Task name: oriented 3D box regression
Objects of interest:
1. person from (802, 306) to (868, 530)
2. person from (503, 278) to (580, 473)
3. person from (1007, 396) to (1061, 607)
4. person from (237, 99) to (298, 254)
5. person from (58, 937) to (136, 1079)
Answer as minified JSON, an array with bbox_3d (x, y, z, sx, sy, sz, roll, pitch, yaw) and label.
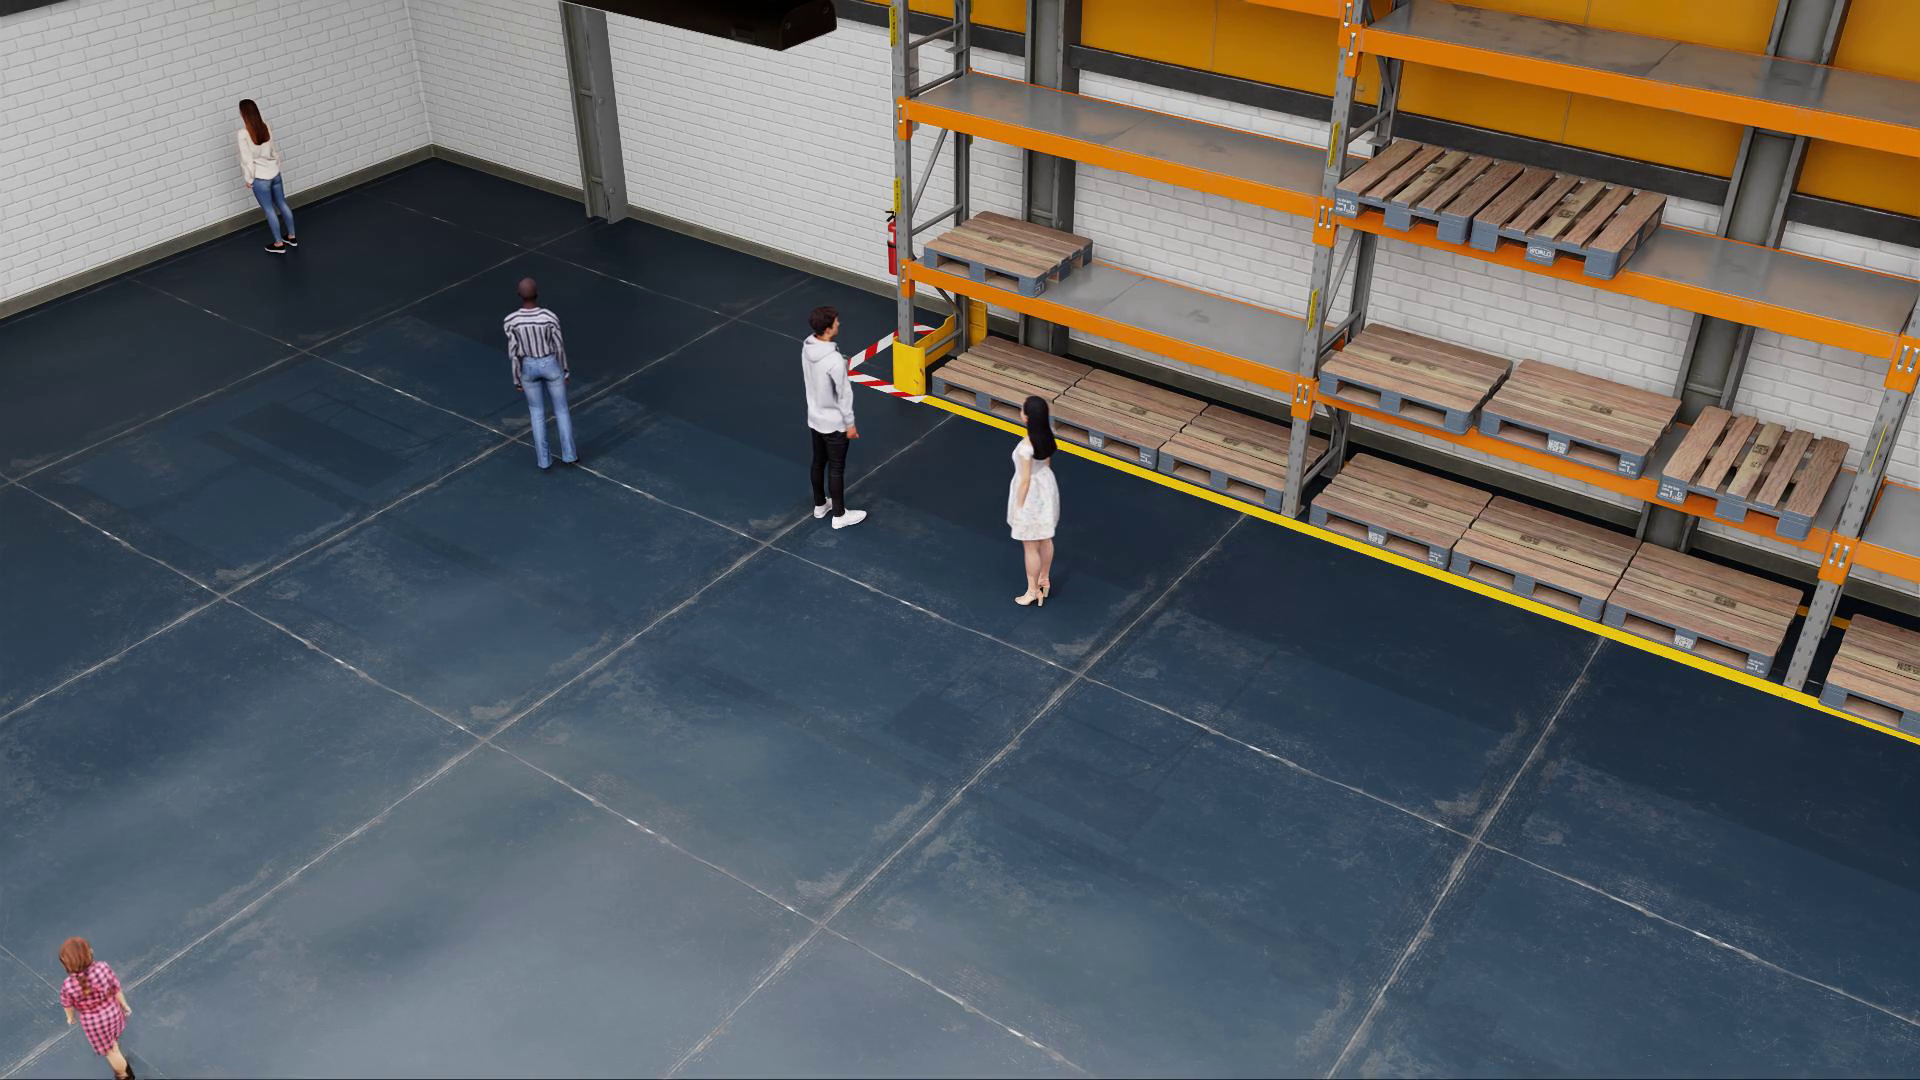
[{"bbox_3d":[-1.067,-0.995,13.402,0.785,1.931,0.613,-27,42,-35],"label":"person"},{"bbox_3d":[-3.546,-1.392,14.122,0.695,1.795,0.753,-6,34,-8],"label":"person"},{"bbox_3d":[0.550,-0.289,12.483,0.616,1.774,0.633,21,39,28],"label":"person"},{"bbox_3d":[-7.559,-3.965,18.087,0.585,1.692,0.639,16,37,23],"label":"person"},{"bbox_3d":[-4.594,2.556,8.902,0.750,0.999,0.487,27,42,34],"label":"person"}]
